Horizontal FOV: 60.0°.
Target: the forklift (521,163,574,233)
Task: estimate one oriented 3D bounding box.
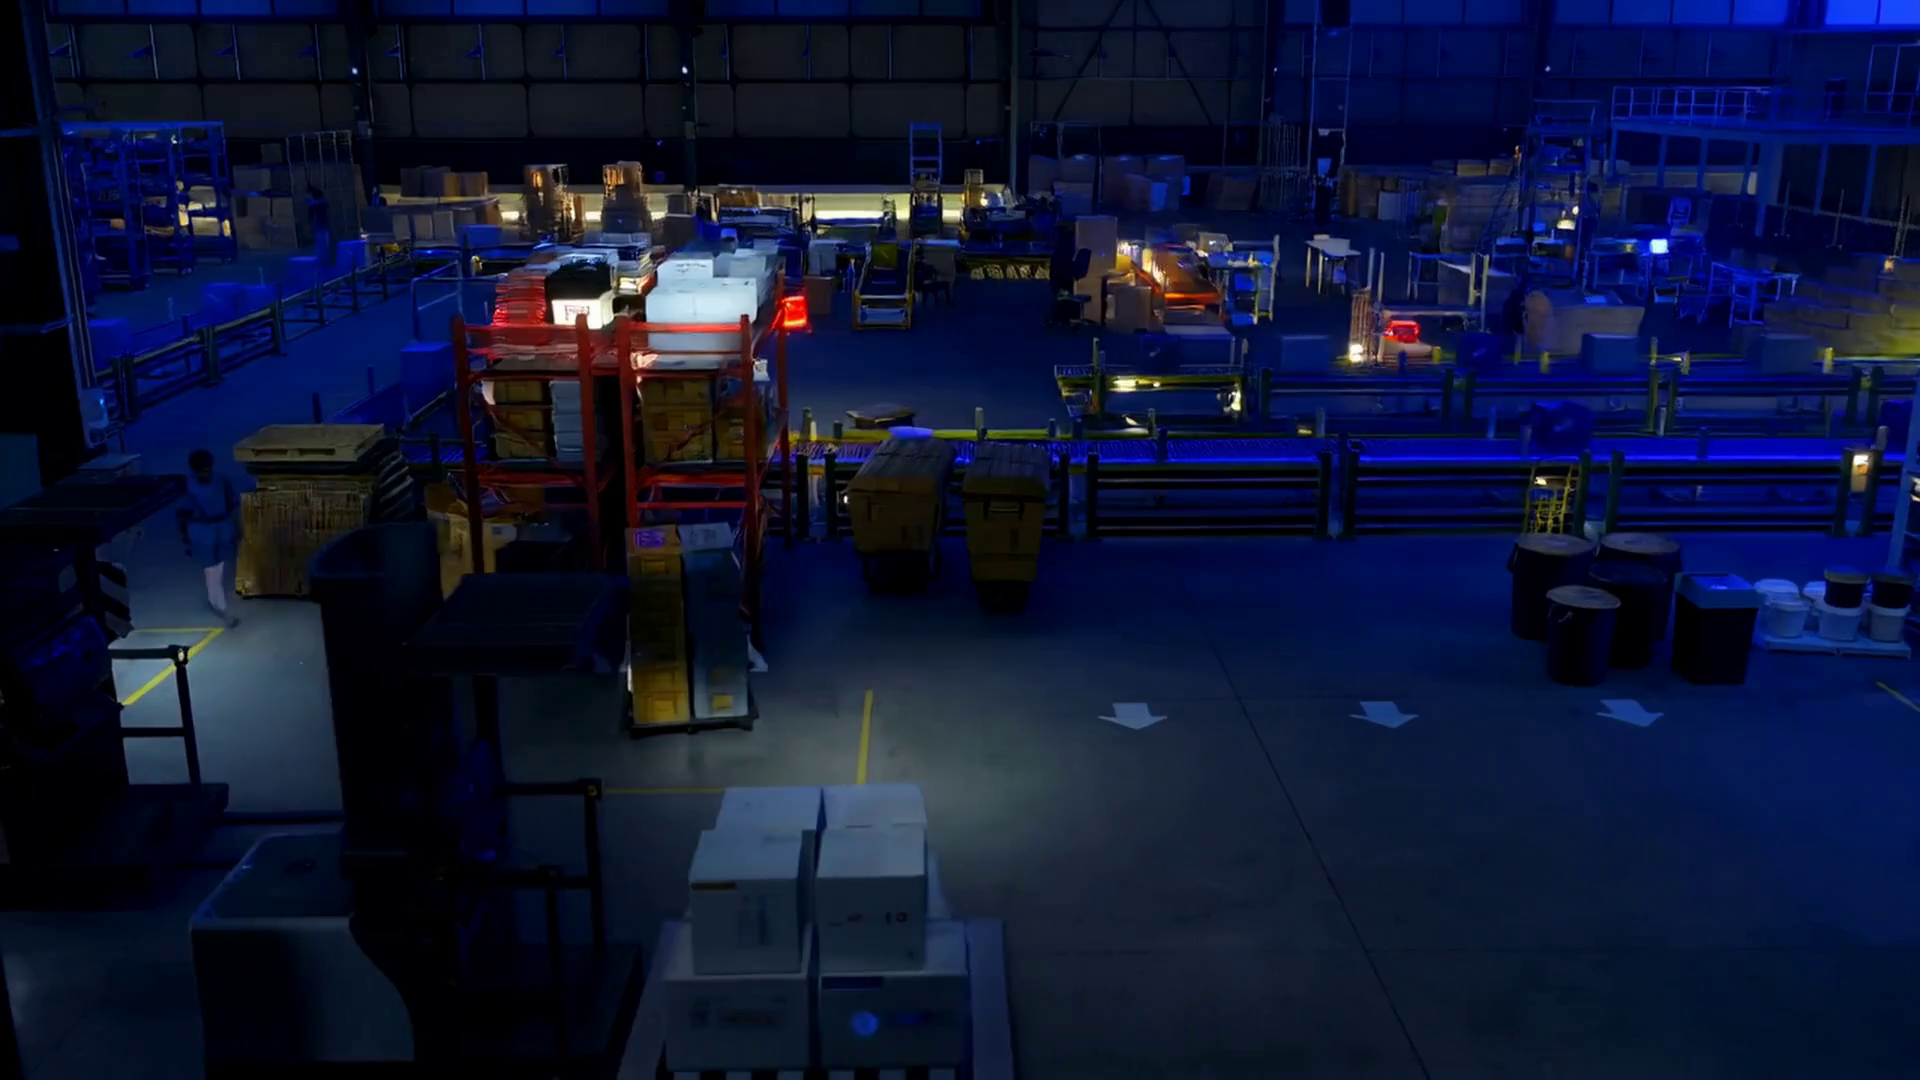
[{"bbox_3d":[-12.233,-10.122,49.298,1.157,1.987,2.680,0,16,-1],"label":"forklift"}]

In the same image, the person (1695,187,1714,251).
[{"bbox_3d":[20.498,-8.832,45.779,0.342,1.759,0.523,-9,18,-27],"label":"person"}]

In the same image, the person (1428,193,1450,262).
[{"bbox_3d":[12.210,-7.913,42.425,0.508,1.855,0.526,4,17,14],"label":"person"}]

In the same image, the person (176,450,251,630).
[{"bbox_3d":[-6.842,-0.012,15.285,0.862,1.644,0.547,13,21,39],"label":"person"}]

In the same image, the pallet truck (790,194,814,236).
[{"bbox_3d":[-4.814,-9.883,50.259,0.704,1.261,1.522,-1,16,-3],"label":"pallet truck"}]

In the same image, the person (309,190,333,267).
[{"bbox_3d":[-15.930,-7.736,41.542,0.396,1.992,0.619,7,17,23],"label":"person"}]

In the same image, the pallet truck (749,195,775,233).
[{"bbox_3d":[-6.051,-9.967,50.660,0.680,1.201,1.601,0,16,-1],"label":"pallet truck"}]

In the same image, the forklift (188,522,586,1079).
[{"bbox_3d":[-2.811,1.360,8.348,1.873,2.768,1.129,0,16,-1],"label":"forklift"}]

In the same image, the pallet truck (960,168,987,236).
[{"bbox_3d":[0.383,-10.230,50.206,0.823,1.965,1.885,-1,16,-3],"label":"pallet truck"}]

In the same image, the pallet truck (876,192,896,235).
[{"bbox_3d":[-2.277,-9.986,50.594,0.653,1.274,1.630,0,16,-1],"label":"pallet truck"}]

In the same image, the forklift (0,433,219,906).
[{"bbox_3d":[-5.952,0.780,10.366,1.873,2.768,1.129,0,16,-1],"label":"forklift"}]

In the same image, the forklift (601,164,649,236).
[{"bbox_3d":[-9.948,-10.127,49.296,1.157,1.987,2.680,-1,16,-3],"label":"forklift"}]

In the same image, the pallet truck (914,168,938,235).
[{"bbox_3d":[-0.989,-10.316,50.507,0.823,1.965,1.885,1,16,3],"label":"pallet truck"}]

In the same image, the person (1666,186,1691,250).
[{"bbox_3d":[19.345,-8.620,44.857,0.575,1.862,0.728,0,16,0],"label":"person"}]
